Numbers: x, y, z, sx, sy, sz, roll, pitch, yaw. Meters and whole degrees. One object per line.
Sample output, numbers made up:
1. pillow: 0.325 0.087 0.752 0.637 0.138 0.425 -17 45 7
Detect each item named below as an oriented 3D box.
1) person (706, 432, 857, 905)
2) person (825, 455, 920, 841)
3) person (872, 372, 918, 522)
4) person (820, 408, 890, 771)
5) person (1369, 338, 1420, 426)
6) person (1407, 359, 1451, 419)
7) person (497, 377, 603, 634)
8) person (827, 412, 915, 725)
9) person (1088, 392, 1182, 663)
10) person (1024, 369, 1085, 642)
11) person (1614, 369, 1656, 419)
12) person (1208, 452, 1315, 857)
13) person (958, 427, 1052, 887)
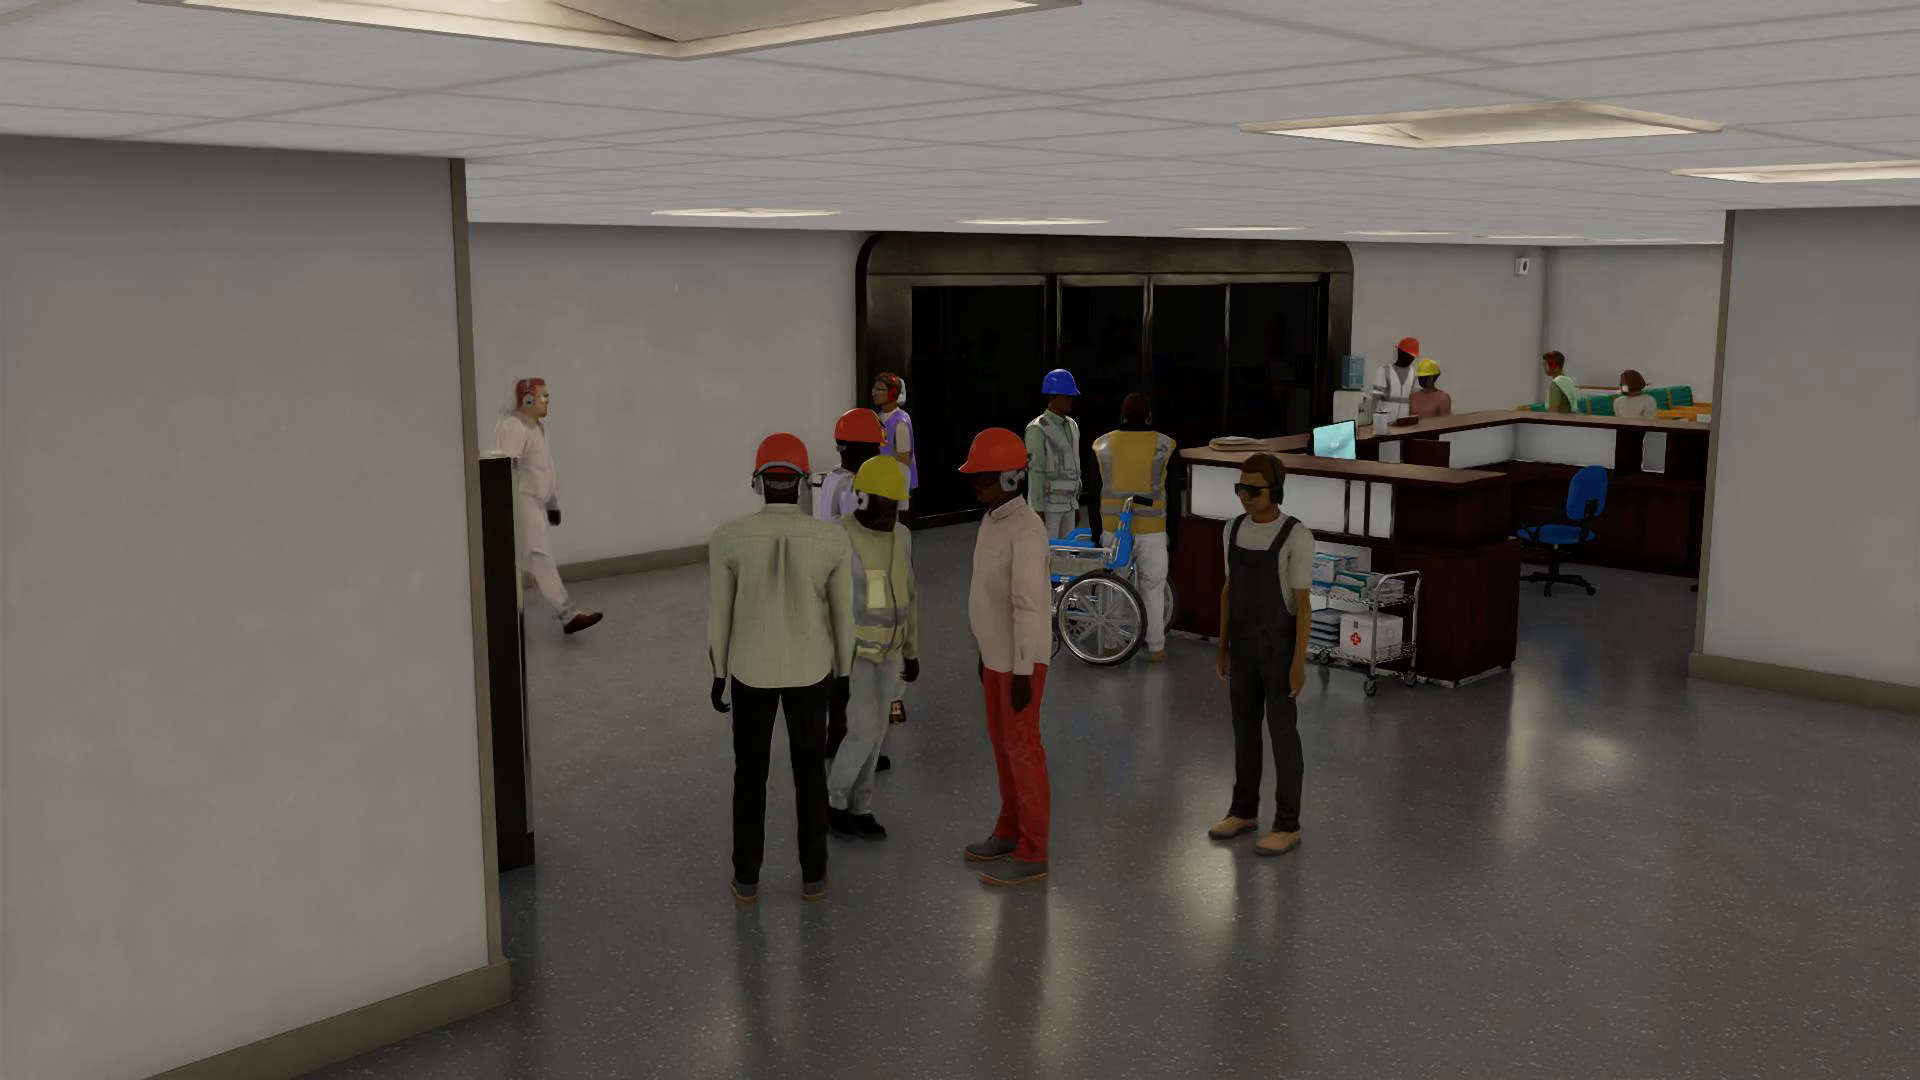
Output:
1. person: -0.747 0.540 6.991 0.624 1.983 0.417 -2 9 -10
2. person: -0.422 0.507 7.703 0.427 1.809 0.602 8 12 40
3. person: -0.542 -0.400 13.149 0.390 1.850 0.565 -4 10 -23
4. person: -0.553 0.264 8.847 0.386 1.929 0.548 -3 10 -17
5. person: 5.060 -1.426 19.414 0.646 1.866 1.010 -1 9 -3
6. person: 4.785 -0.975 16.981 0.433 1.757 0.527 -8 12 -39
7. person: -3.077 -0.236 12.067 0.955 1.867 0.676 -1 9 -5
8. person: -0.522 0.159 9.707 0.515 1.858 0.331 0 9 0
9. person: 1.180 -0.080 11.247 0.630 1.835 0.429 2 10 14
10. person: 0.684 -0.254 11.947 0.388 1.947 0.615 6 11 31
11. person: 7.107 -0.996 17.512 0.555 1.607 0.516 -7 12 -36
12. person: 1.380 0.511 7.601 0.347 1.838 0.505 -8 12 -39
13. person: 0.191 0.500 7.229 0.413 1.985 0.610 -3 10 -17
